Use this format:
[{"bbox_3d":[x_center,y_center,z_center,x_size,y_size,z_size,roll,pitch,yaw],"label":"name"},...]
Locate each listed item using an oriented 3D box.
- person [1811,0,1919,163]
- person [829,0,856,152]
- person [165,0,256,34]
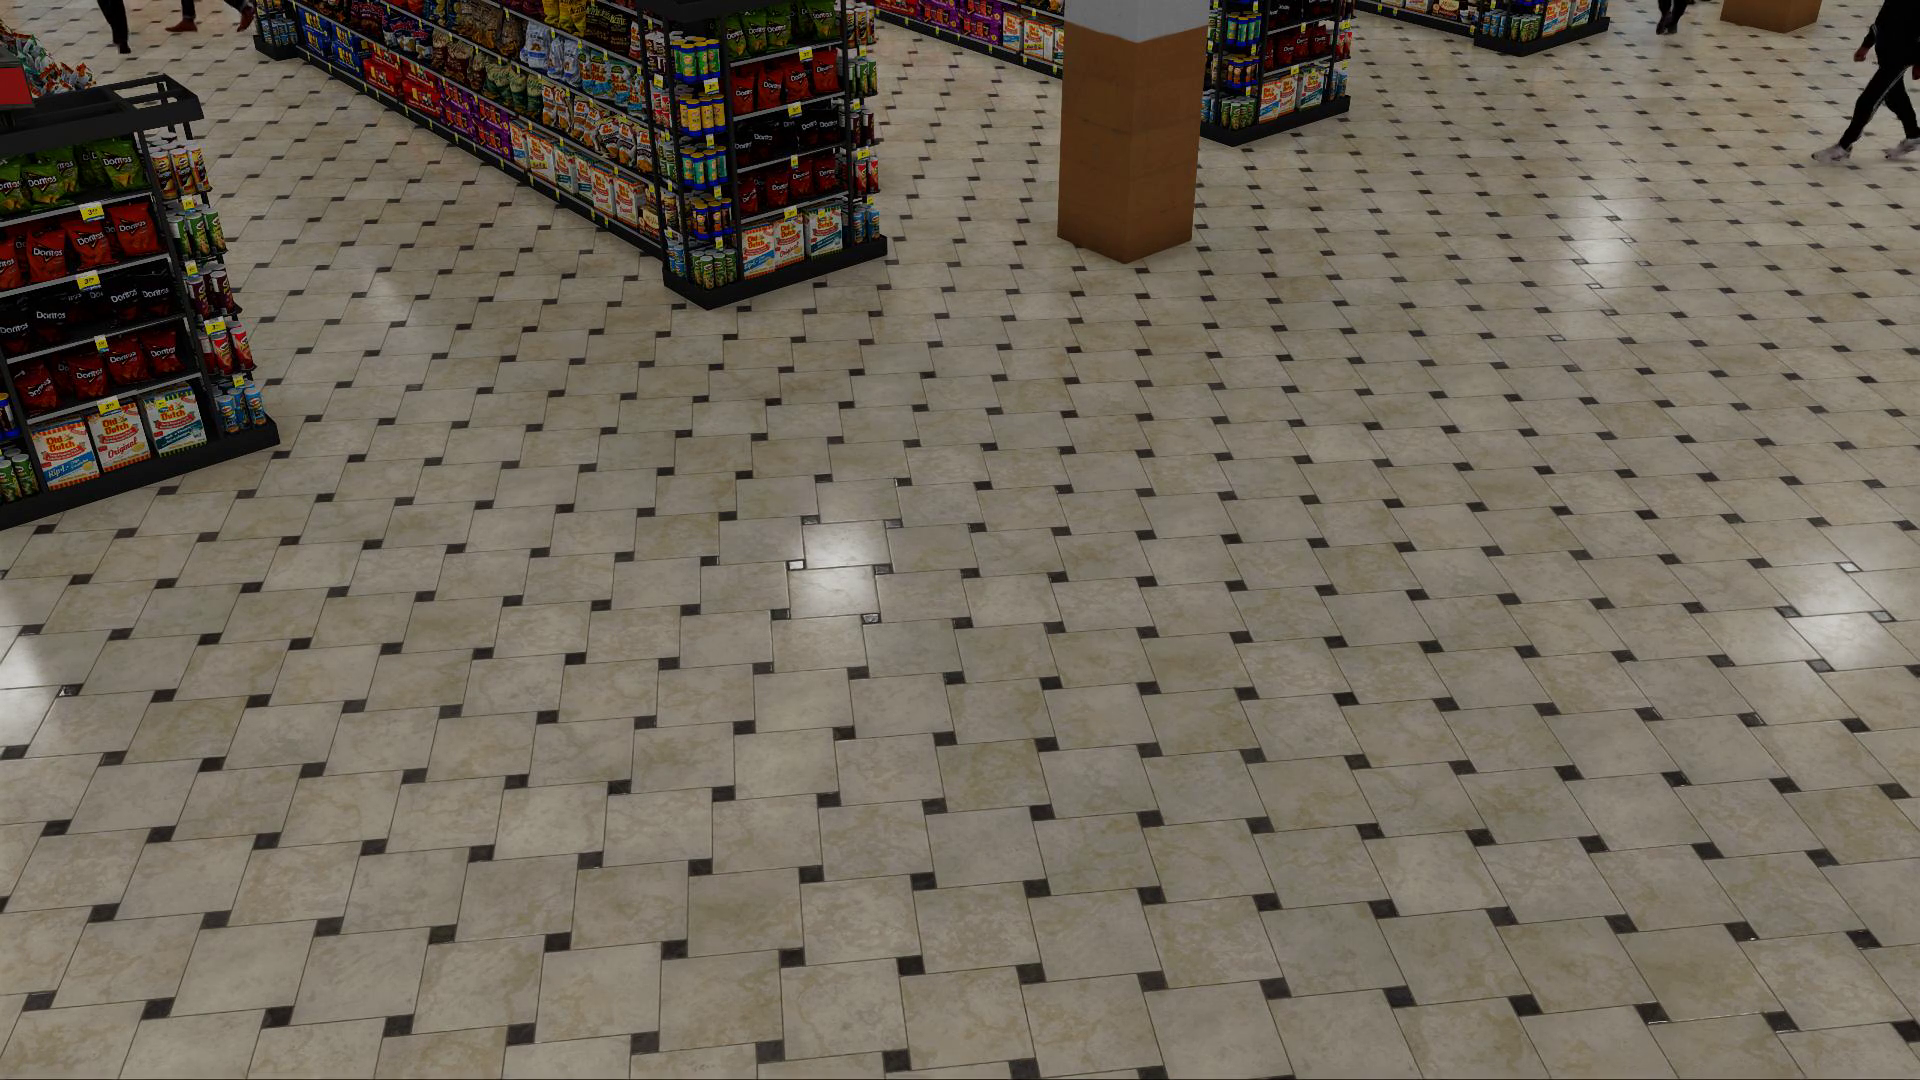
[{"bbox_3d":[7.485,-3.855,13.108,1.191,1.802,1.181,0,32,0],"label":"person"},{"bbox_3d":[-0.998,-3.932,13.345,0.631,1.682,0.611,-22,38,-31],"label":"person"},{"bbox_3d":[-7.485,-5.871,16.363,1.069,1.786,1.210,-9,33,-15],"label":"person"}]
